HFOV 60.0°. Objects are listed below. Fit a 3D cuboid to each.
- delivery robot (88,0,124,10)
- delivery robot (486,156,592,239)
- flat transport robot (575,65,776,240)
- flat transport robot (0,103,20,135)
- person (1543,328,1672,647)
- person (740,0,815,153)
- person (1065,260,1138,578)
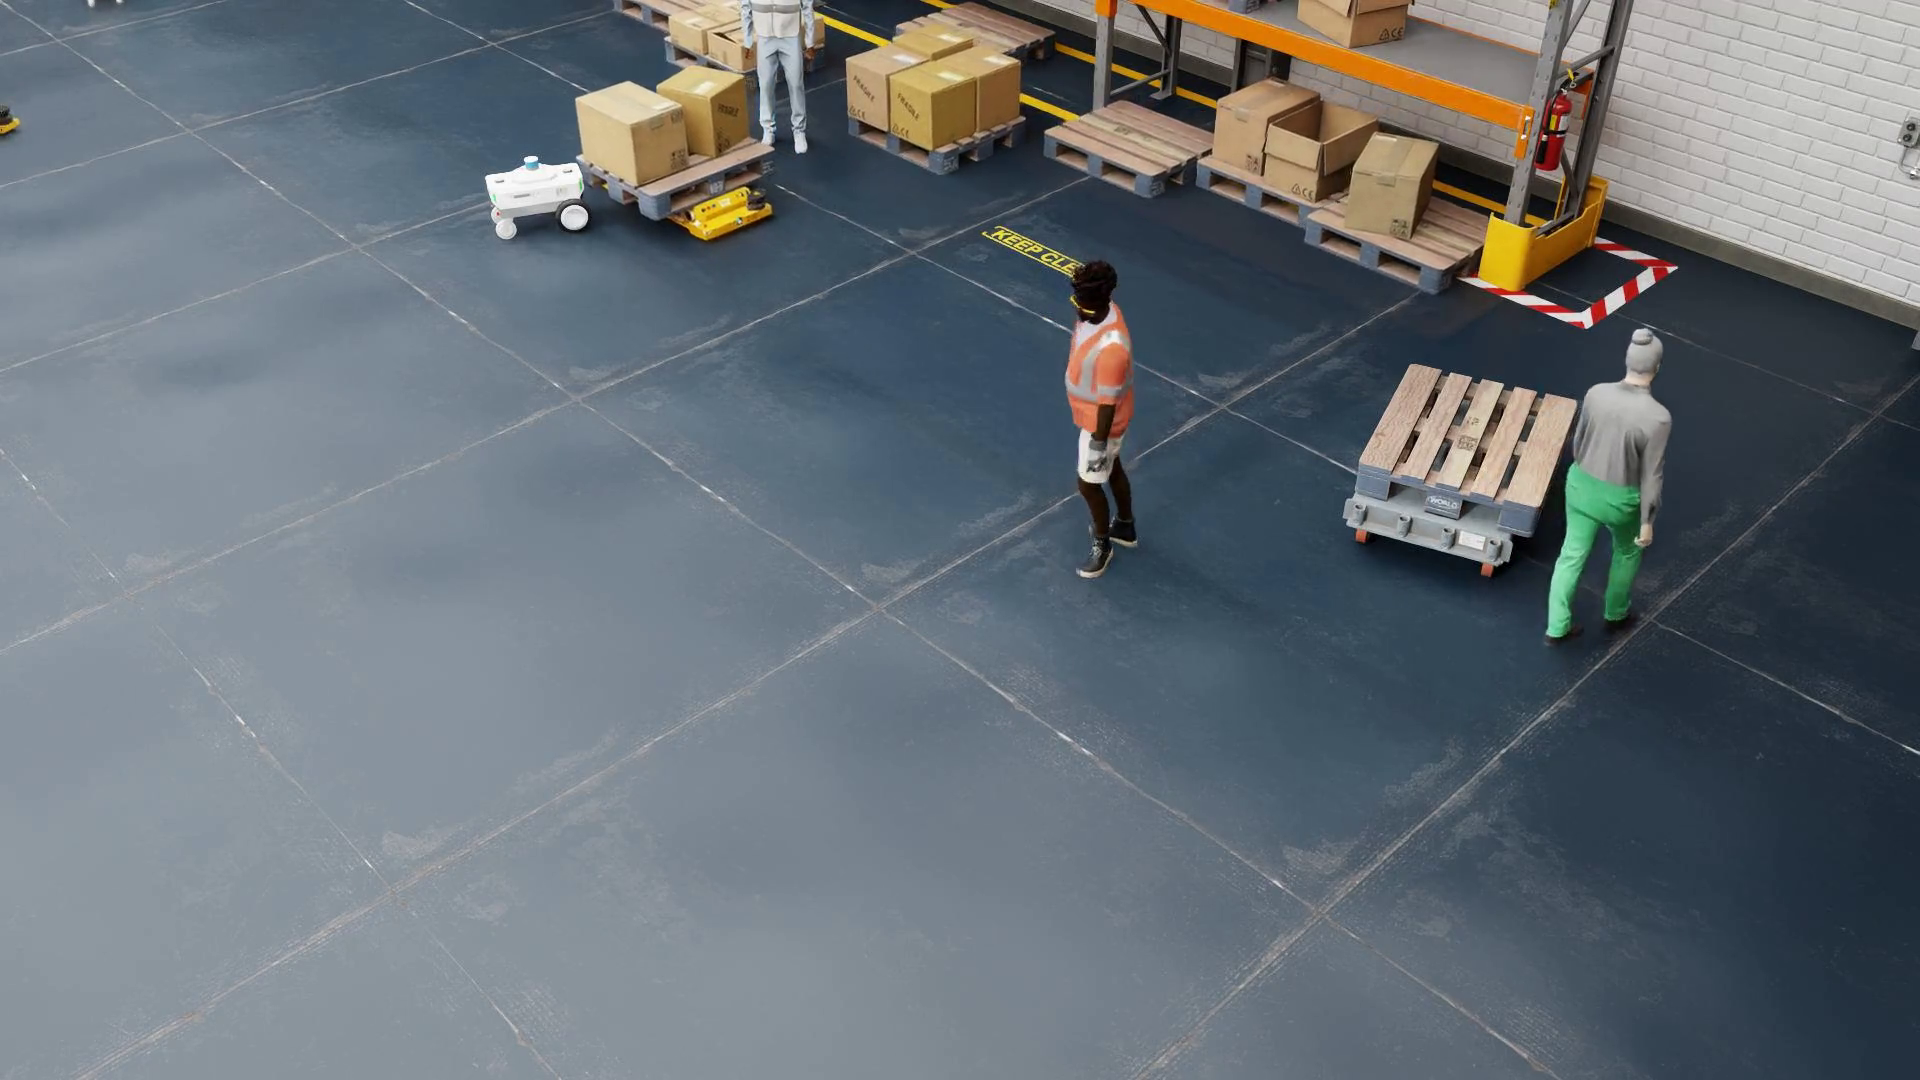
[{"bbox_3d":[-8.737,-5.771,16.929,0.499,0.587,0.788,-11,39,-15],"label":"delivery robot"},{"bbox_3d":[-3.244,-2.657,12.825,0.813,0.609,0.499,-12,39,-16],"label":"delivery robot"},{"bbox_3d":[-2.211,-2.780,13.213,1.431,0.231,0.659,31,47,34],"label":"flat transport robot"},{"bbox_3d":[-8.920,-3.596,14.294,1.431,0.231,0.659,10,38,13],"label":"flat transport robot"},{"bbox_3d":[3.424,-0.270,8.601,0.757,1.819,0.584,-27,45,-31],"label":"person"},{"bbox_3d":[-1.480,-4.123,13.631,0.600,1.913,0.393,-1,37,-1],"label":"person"},{"bbox_3d":[0.805,-0.700,9.095,0.500,1.923,0.650,-2,37,-3],"label":"person"}]
